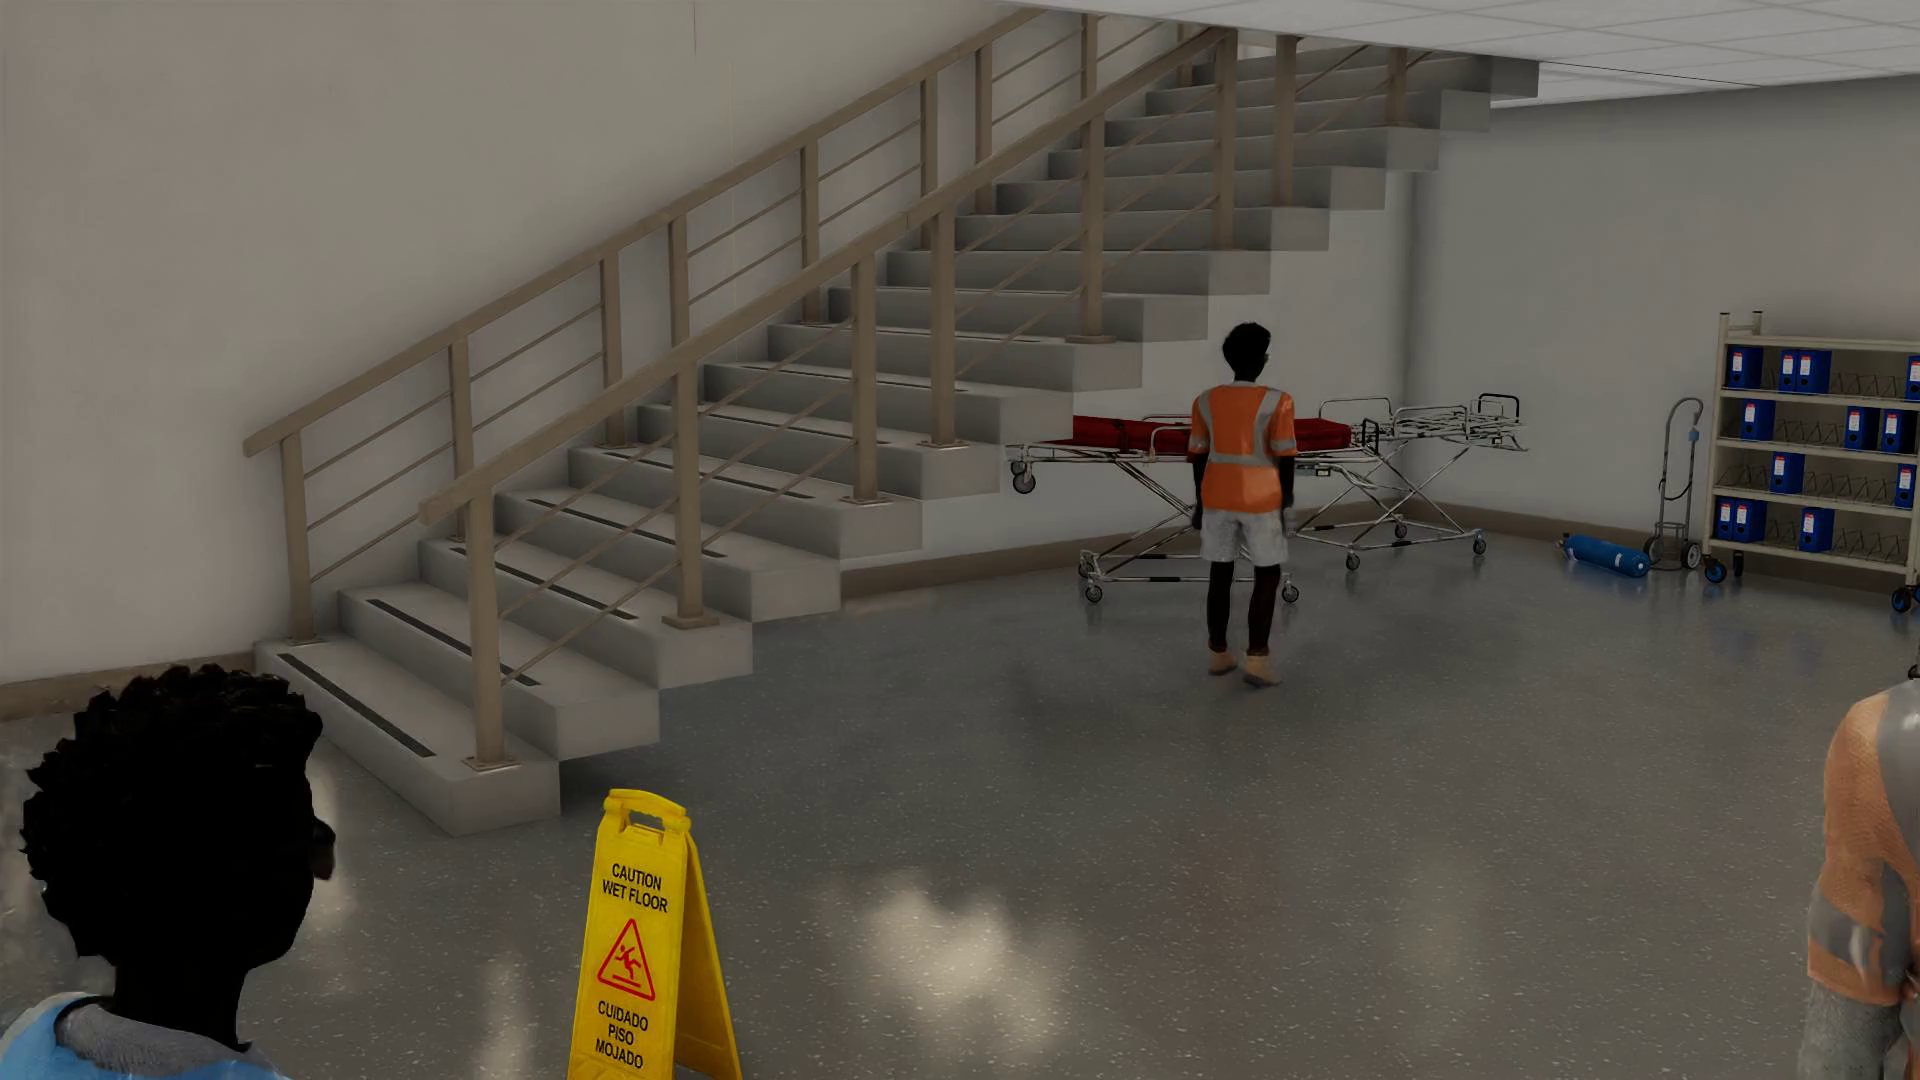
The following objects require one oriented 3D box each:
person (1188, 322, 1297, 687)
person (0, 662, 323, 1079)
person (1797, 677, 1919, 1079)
[{"bbox_3d":[1.327,-0.168,7.811,0.542,1.699,0.320,7,12,36],"label":"person"},{"bbox_3d":[-0.627,0.934,1.465,0.544,1.682,0.367,7,12,36],"label":"person"},{"bbox_3d":[1.240,0.761,1.825,0.614,1.913,0.499,6,12,31],"label":"person"}]
